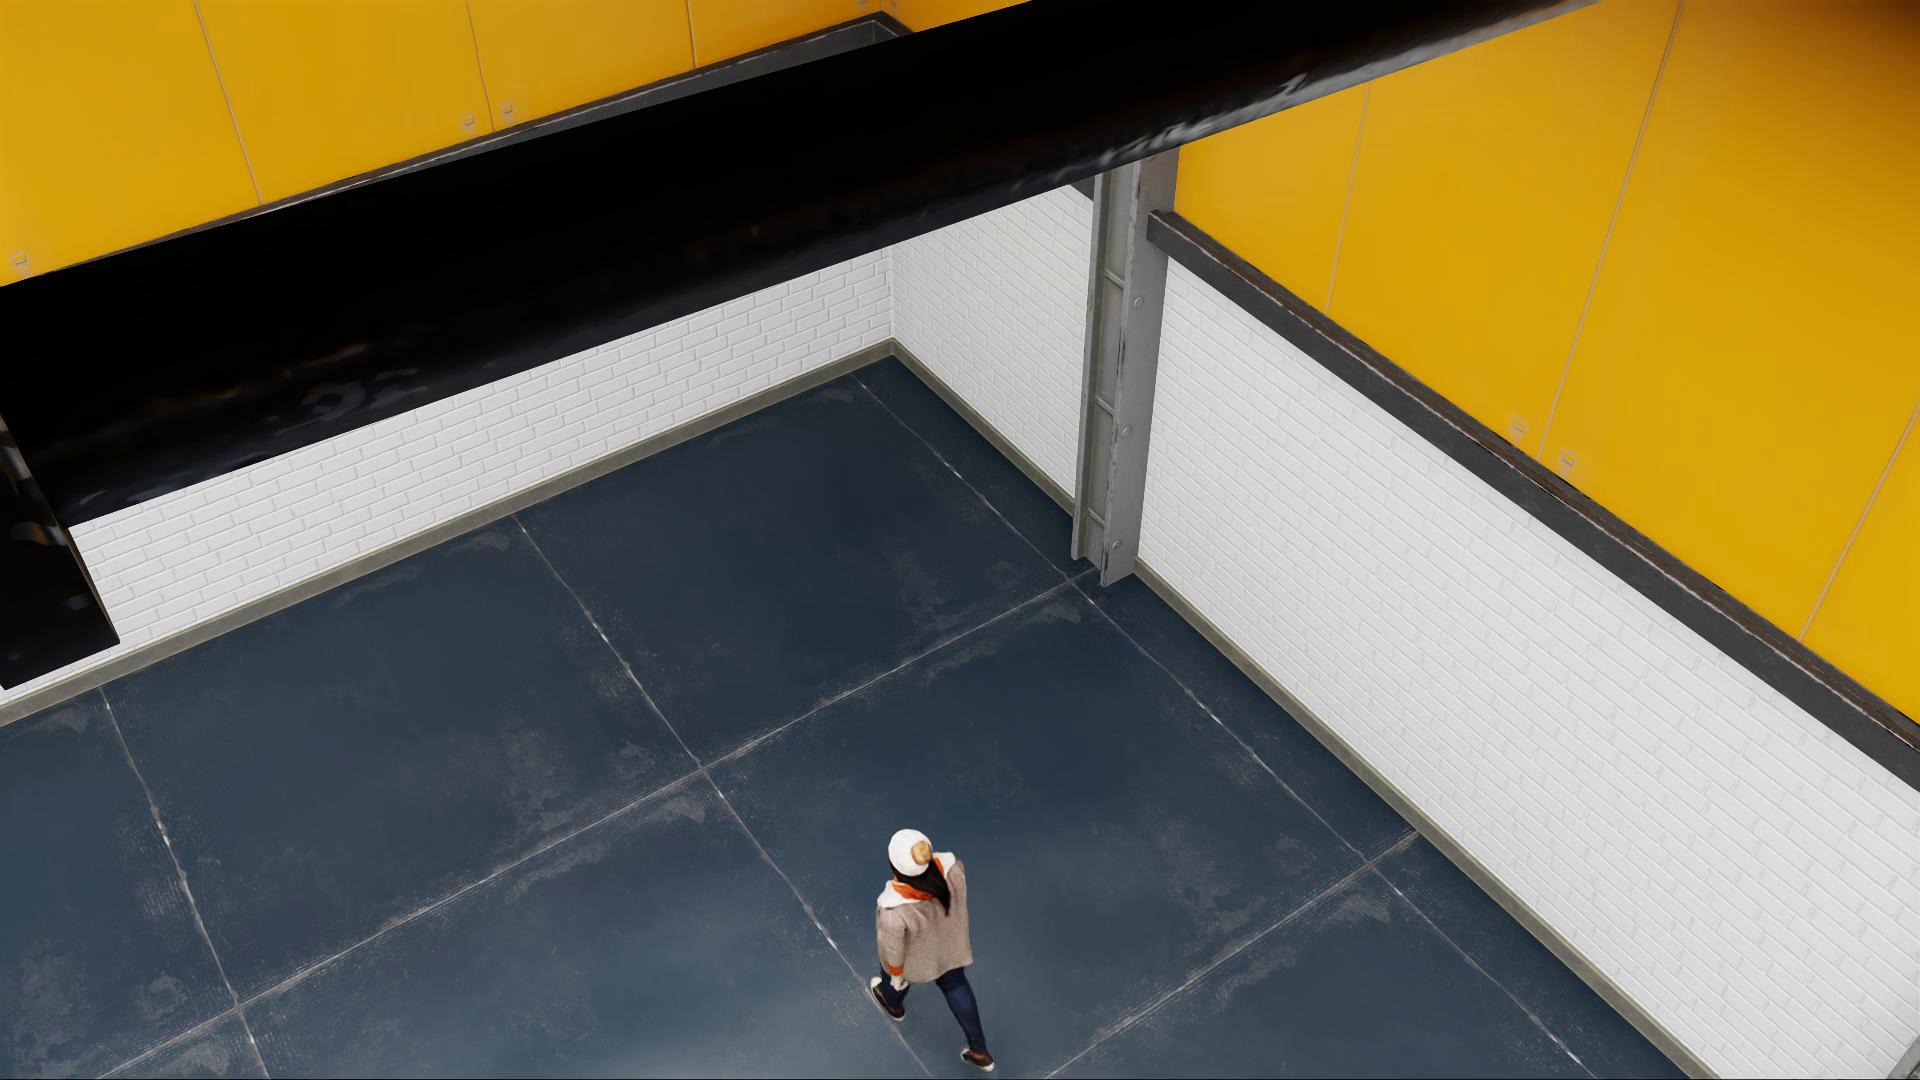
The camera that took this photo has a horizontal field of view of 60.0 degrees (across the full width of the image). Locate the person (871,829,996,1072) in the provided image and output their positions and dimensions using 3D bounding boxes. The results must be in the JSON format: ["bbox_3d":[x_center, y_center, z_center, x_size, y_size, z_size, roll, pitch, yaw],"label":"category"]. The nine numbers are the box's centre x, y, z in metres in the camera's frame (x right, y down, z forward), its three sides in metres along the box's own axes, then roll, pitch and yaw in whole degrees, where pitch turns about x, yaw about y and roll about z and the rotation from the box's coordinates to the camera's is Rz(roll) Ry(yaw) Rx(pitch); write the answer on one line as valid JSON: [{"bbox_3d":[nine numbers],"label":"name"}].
[{"bbox_3d":[-0.132,2.139,8.698,0.671,1.865,1.113,-25,49,-24],"label":"person"}]
